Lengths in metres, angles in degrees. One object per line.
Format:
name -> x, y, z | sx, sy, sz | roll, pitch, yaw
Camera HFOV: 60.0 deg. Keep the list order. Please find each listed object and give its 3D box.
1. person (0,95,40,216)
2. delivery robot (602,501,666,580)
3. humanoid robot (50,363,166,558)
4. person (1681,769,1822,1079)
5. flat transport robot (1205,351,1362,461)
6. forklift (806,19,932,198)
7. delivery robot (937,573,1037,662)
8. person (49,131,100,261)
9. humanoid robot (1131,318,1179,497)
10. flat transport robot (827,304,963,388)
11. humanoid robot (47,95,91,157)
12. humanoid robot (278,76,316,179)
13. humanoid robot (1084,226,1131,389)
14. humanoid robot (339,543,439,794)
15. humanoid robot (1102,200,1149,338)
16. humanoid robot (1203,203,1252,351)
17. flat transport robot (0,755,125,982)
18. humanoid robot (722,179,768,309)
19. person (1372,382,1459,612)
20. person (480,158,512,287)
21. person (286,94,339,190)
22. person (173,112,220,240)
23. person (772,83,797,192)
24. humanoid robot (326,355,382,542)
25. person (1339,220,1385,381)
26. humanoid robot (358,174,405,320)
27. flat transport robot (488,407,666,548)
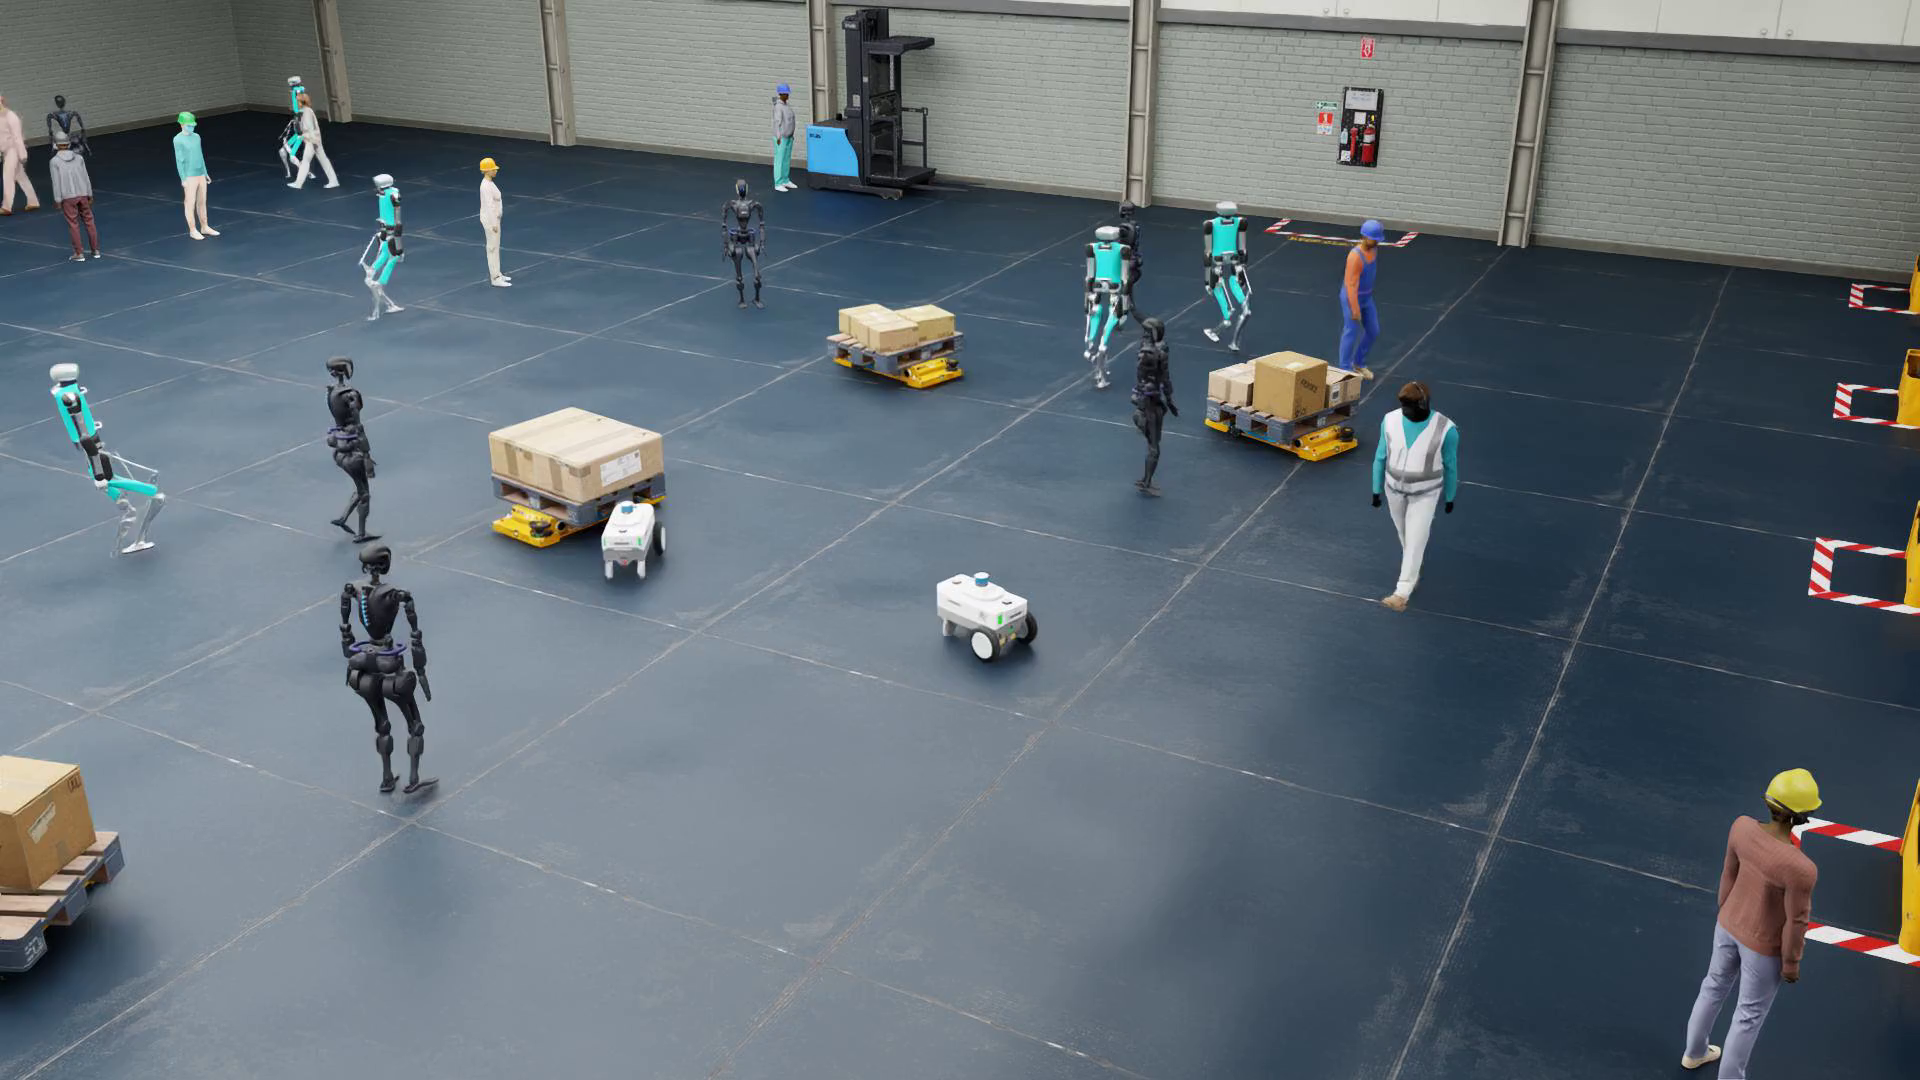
person -> -15.143, -6.081, 26.291 | 0.660, 1.870, 0.904 | 20, 30, 38
delivery robot -> -2.758, -0.038, 13.879 | 0.499, 0.586, 0.773 | -1, 23, -1
humanoid robot -> -6.958, -0.608, 13.798 | 0.771, 1.839, 0.539 | -14, 27, -30
person -> 3.800, 1.875, 7.912 | 0.344, 1.761, 0.523 | -6, 24, -14
flat transport robot -> 3.270, -1.141, 16.818 | 0.659, 0.231, 1.431 | -19, 30, -37
forklift -> -1.573, -7.292, 27.850 | 1.873, 2.768, 1.129 | 12, 26, 25
delivery robot -> 0.178, 0.539, 12.535 | 0.757, 0.585, 0.503 | 21, 31, 39
person -> -12.552, -4.874, 23.551 | 0.369, 1.813, 0.535 | 17, 28, 34
humanoid robot -> 1.780, -1.235, 15.257 | 0.337, 1.649, 0.586 | 15, 28, 31
flat transport robot -> -0.718, -2.019, 18.863 | 1.431, 0.231, 0.659 | 21, 31, 40
humanoid robot -> -14.912, -6.605, 27.832 | 0.601, 1.627, 0.737 | -12, 26, -25
humanoid robot -> -11.716, -7.136, 28.998 | 0.814, 1.814, 0.537 | -10, 25, -23
humanoid robot -> 1.512, -2.475, 18.097 | 0.568, 1.770, 0.877 | 12, 26, 25
humanoid robot -> -3.650, 0.816, 10.500 | 0.610, 1.638, 0.418 | 6, 24, 13
humanoid robot -> 2.061, -3.254, 20.035 | 0.768, 1.646, 0.602 | 14, 27, 30
humanoid robot -> 3.118, -2.995, 19.277 | 0.555, 1.738, 0.976 | -5, 24, -10
flat transport robot -> -5.424, 2.124, 9.218 | 0.659, 0.231, 1.431 | 1, 23, 3
humanoid robot -> -2.750, -3.755, 21.118 | 0.584, 1.647, 0.393 | -7, 24, -15
person -> 3.544, -0.372, 13.100 | 0.642, 1.782, 0.945 | 17, 28, 34
person -> -6.248, -4.251, 22.249 | 0.315, 1.697, 0.468 | -5, 24, -13
person -> -11.049, -6.738, 28.162 | 0.862, 1.588, 0.536 | -6, 24, -14
person -> -11.419, -5.441, 24.808 | 0.378, 1.866, 0.516 | 9, 25, 19
person -> -2.974, -6.810, 28.109 | 0.358, 1.776, 0.538 | 9, 25, 19
humanoid robot -> -5.219, -0.769, 14.164 | 0.410, 1.639, 0.589 | -19, 30, -37
person -> 4.400, -2.611, 18.223 | 0.571, 1.863, 0.528 | -20, 30, -39
humanoid robot -> -7.309, -3.585, 20.780 | 0.766, 1.893, 0.550 | -19, 29, -37
flat transport robot -> -3.404, -0.305, 14.873 | 0.659, 0.231, 1.431 | 17, 29, 35
